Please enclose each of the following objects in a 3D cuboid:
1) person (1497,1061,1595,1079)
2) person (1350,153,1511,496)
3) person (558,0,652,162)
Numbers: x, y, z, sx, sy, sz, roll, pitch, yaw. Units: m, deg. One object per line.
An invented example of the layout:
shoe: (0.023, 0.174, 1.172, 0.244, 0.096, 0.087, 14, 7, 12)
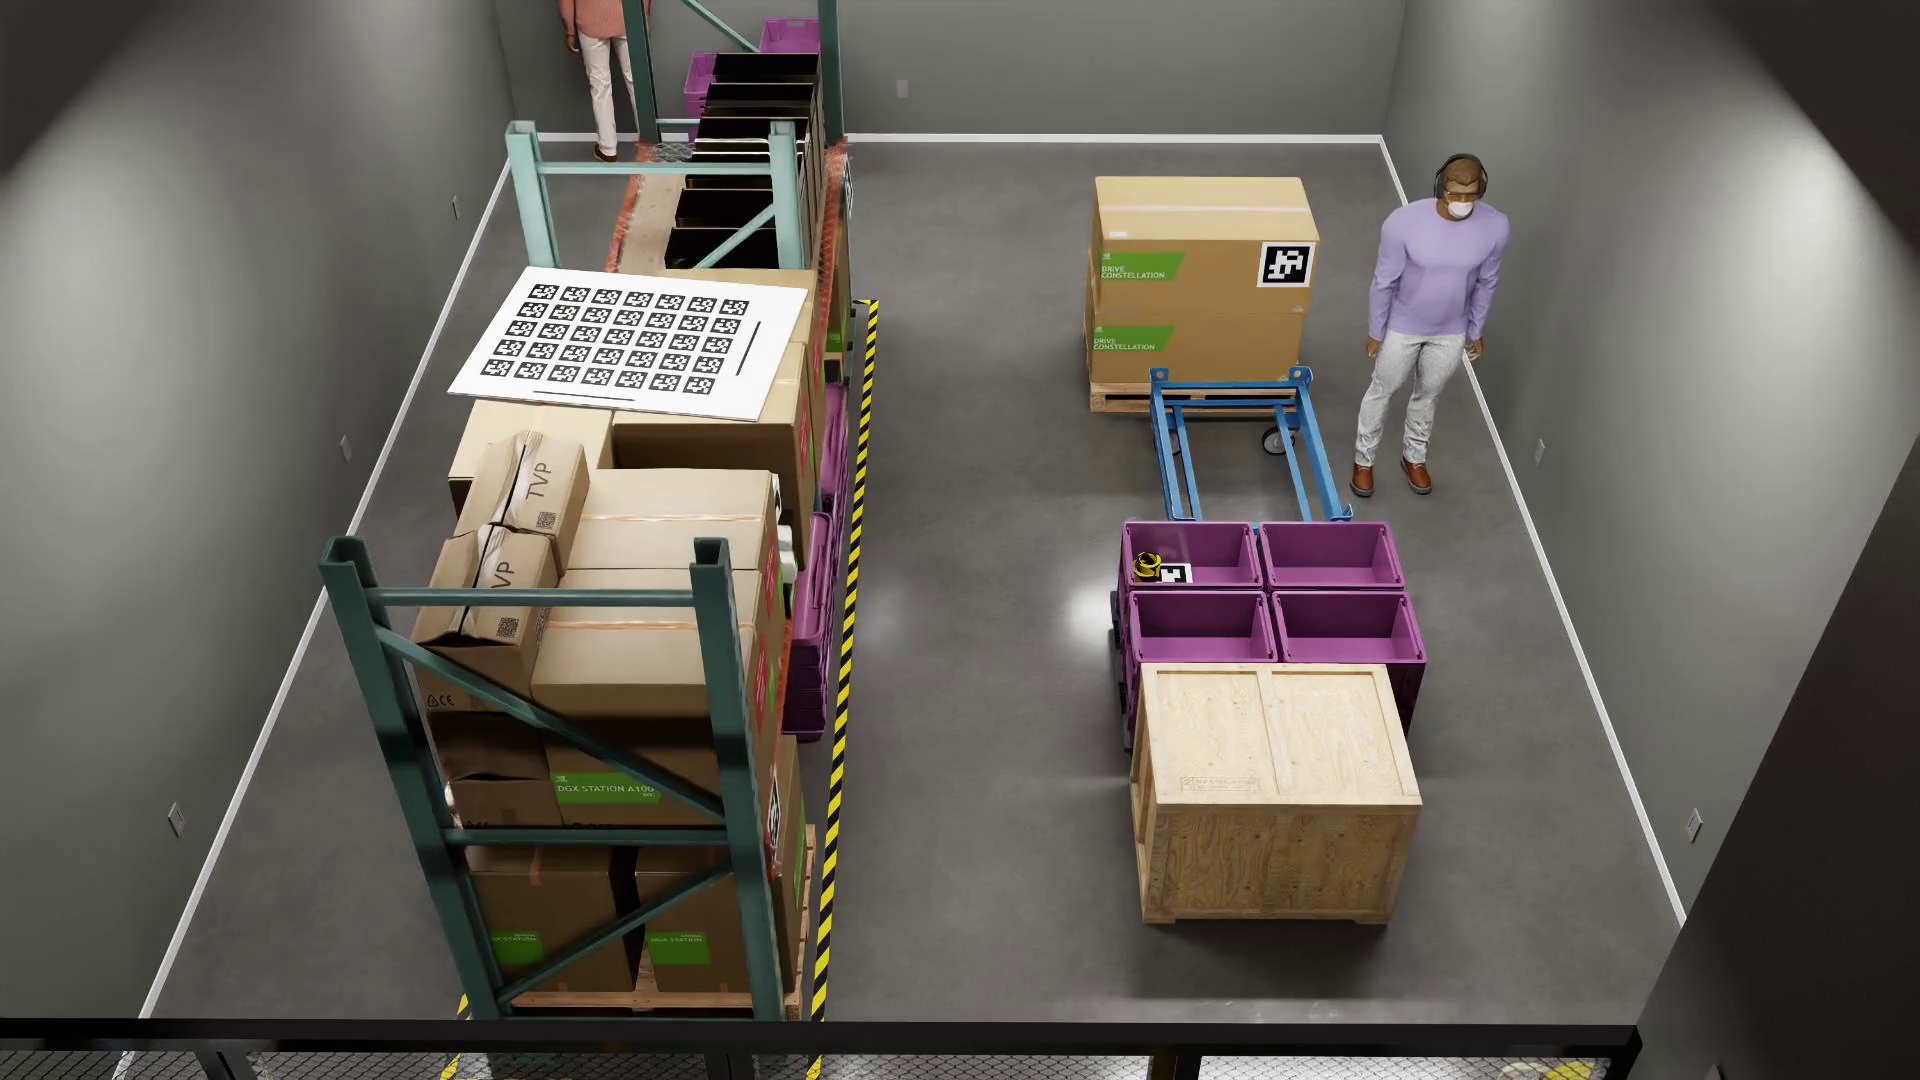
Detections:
person: (1.610, 2.060, 4.843, 0.404, 1.833, 0.591, 6, 42, 7)
person: (2.334, -1.061, 8.323, 0.627, 1.940, 0.376, 0, 41, 0)
person: (-2.332, -3.421, 10.973, 0.609, 1.995, 0.375, -16, 44, -18)
